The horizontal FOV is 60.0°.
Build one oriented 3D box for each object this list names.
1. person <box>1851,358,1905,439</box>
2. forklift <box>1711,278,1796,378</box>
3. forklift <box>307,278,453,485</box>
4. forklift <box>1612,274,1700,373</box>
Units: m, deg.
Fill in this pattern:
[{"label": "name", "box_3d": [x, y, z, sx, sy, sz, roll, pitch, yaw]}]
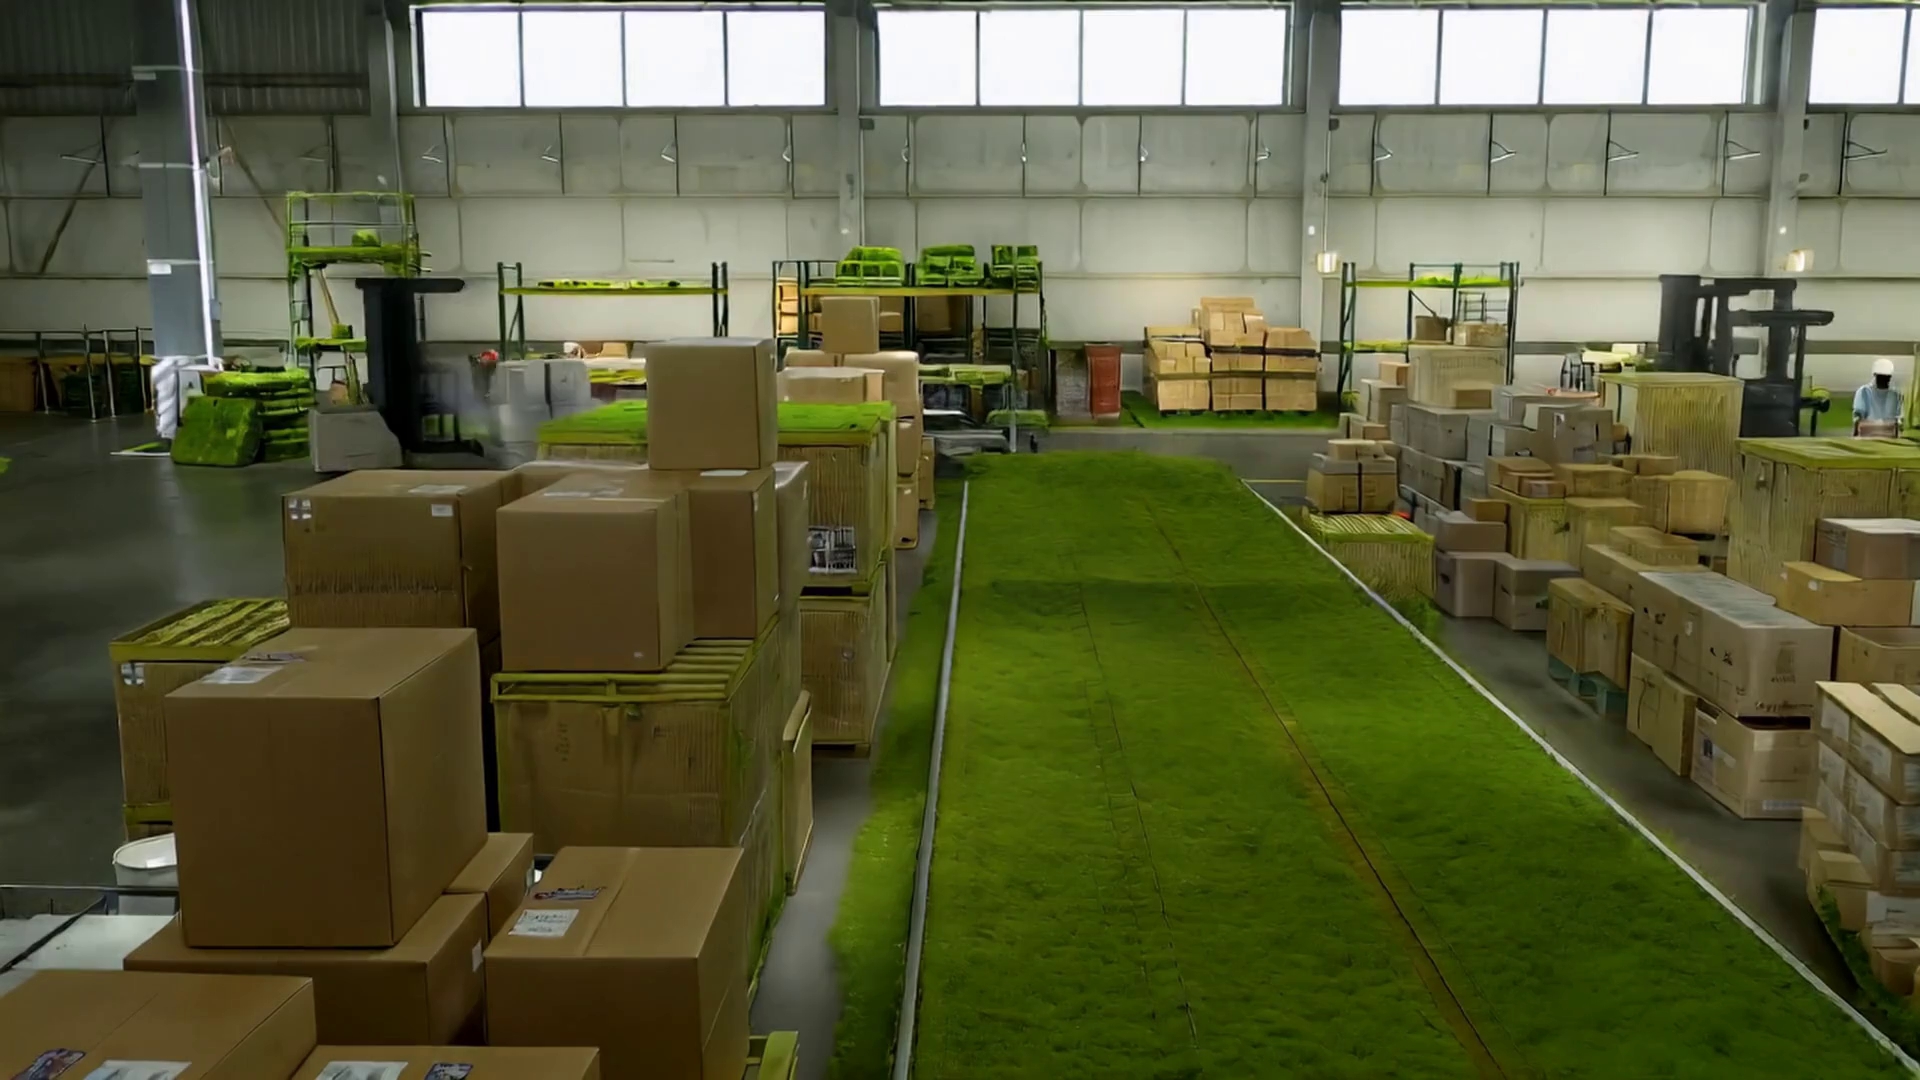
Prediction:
[{"label": "person", "box_3d": [10.642, -1.147, 19.319, 0.542, 1.939, 0.368, 3, 10, 17]}, {"label": "forklift", "box_3d": [10.340, -2.041, 21.861, 1.129, 2.768, 1.873, 0, 9, 0]}, {"label": "forklift", "box_3d": [-7.732, -2.109, 22.269, 1.873, 2.768, 1.129, -5, 11, -27]}, {"label": "forklift", "box_3d": [12.558, -3.276, 29.257, 1.873, 2.768, 1.129, 0, 9, 1]}]
